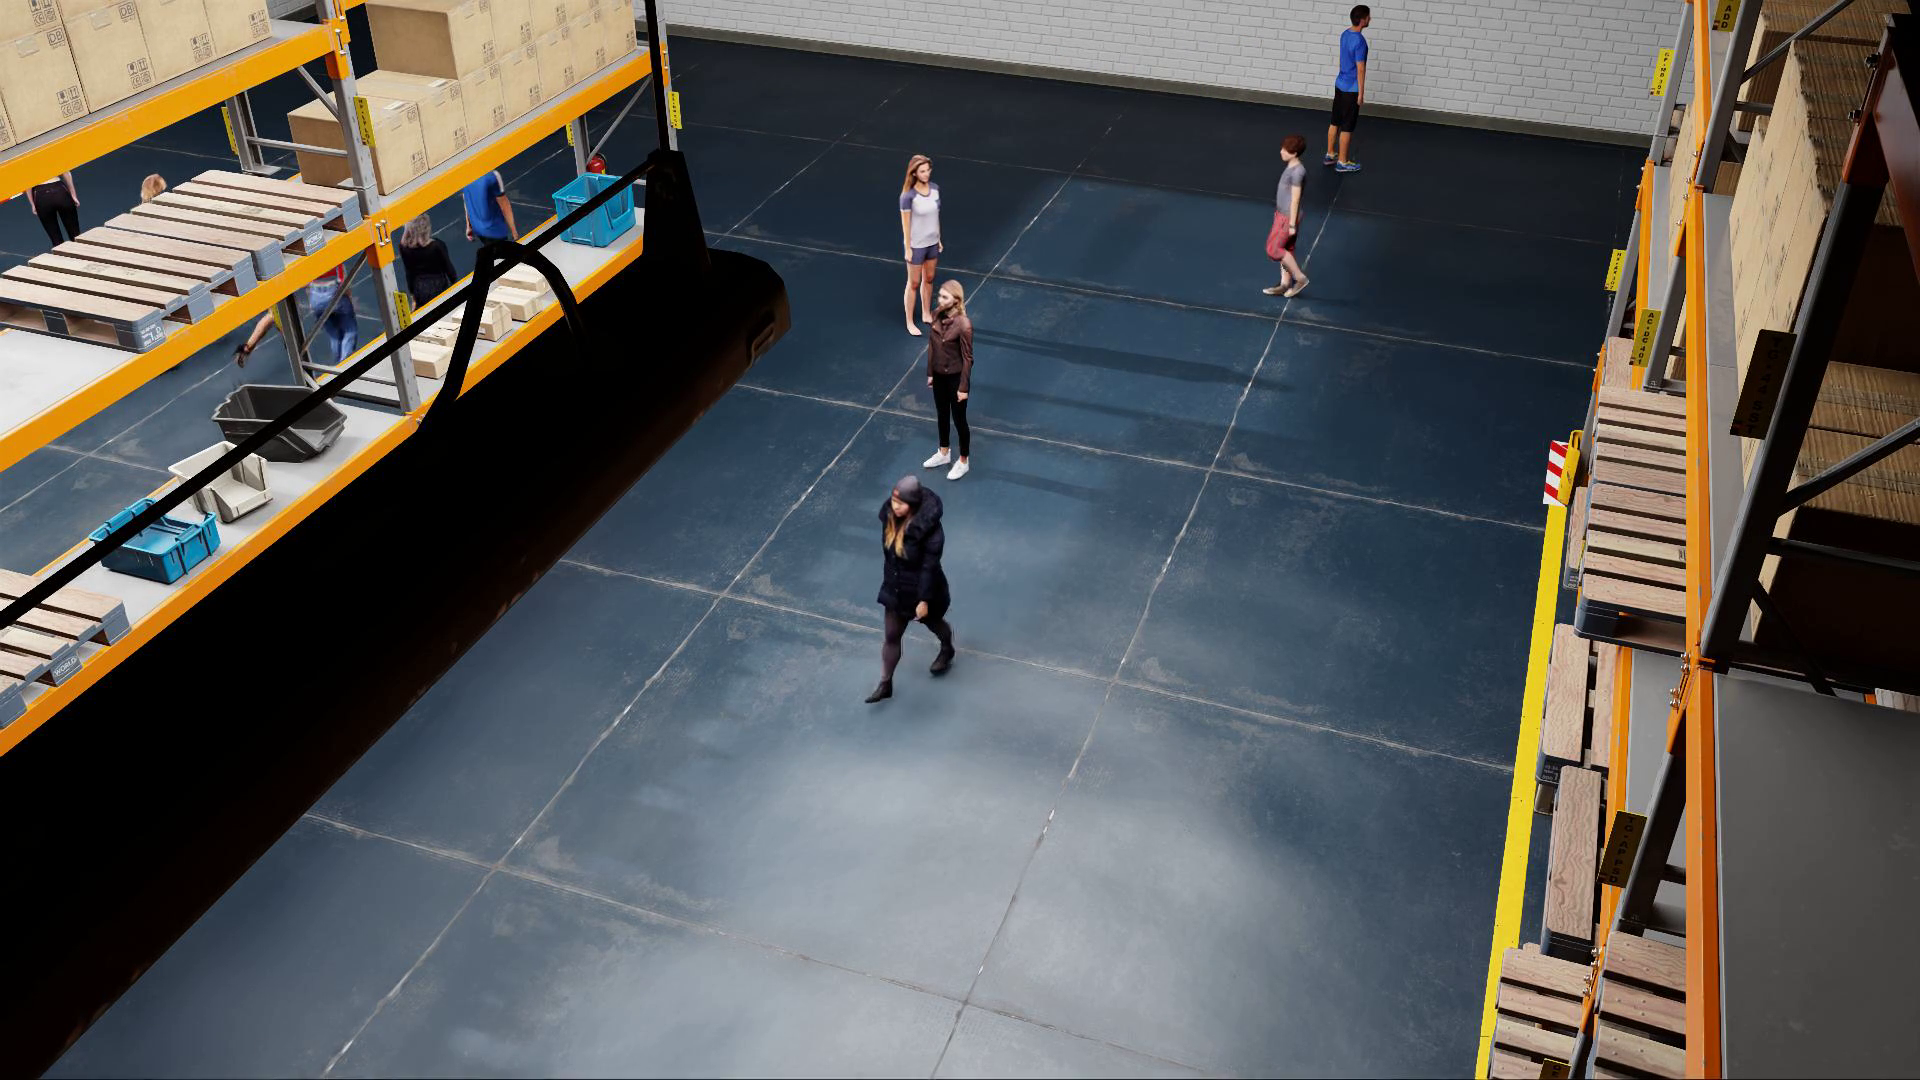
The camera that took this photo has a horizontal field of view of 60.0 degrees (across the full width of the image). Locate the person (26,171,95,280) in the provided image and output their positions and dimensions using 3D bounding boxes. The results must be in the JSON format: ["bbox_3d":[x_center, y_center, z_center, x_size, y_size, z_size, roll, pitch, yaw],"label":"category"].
[{"bbox_3d":[-8.914,-3.320,16.356,0.642,1.742,0.726,-19,38,-26],"label":"person"}]

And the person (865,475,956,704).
[{"bbox_3d":[-0.236,0.286,11.030,0.856,1.632,1.143,23,40,30],"label":"person"}]

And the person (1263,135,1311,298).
[{"bbox_3d":[3.279,-3.135,16.169,0.729,1.642,0.698,2,34,4],"label":"person"}]

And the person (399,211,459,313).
[{"bbox_3d":[-4.575,-2.007,14.426,0.722,1.692,1.219,5,34,8],"label":"person"}]

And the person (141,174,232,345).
[{"bbox_3d":[-7.142,-2.433,15.061,0.781,1.698,1.132,19,38,26],"label":"person"}]

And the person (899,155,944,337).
[{"bbox_3d":[-0.369,-2.775,15.544,0.631,1.733,0.738,-26,42,-34],"label":"person"}]

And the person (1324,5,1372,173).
[{"bbox_3d":[4.443,-5.176,19.034,0.764,1.869,0.688,-11,35,-16],"label":"person"}]

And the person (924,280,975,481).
[{"bbox_3d":[-0.071,-1.305,13.361,0.652,1.703,0.673,-29,43,-36],"label":"person"}]
